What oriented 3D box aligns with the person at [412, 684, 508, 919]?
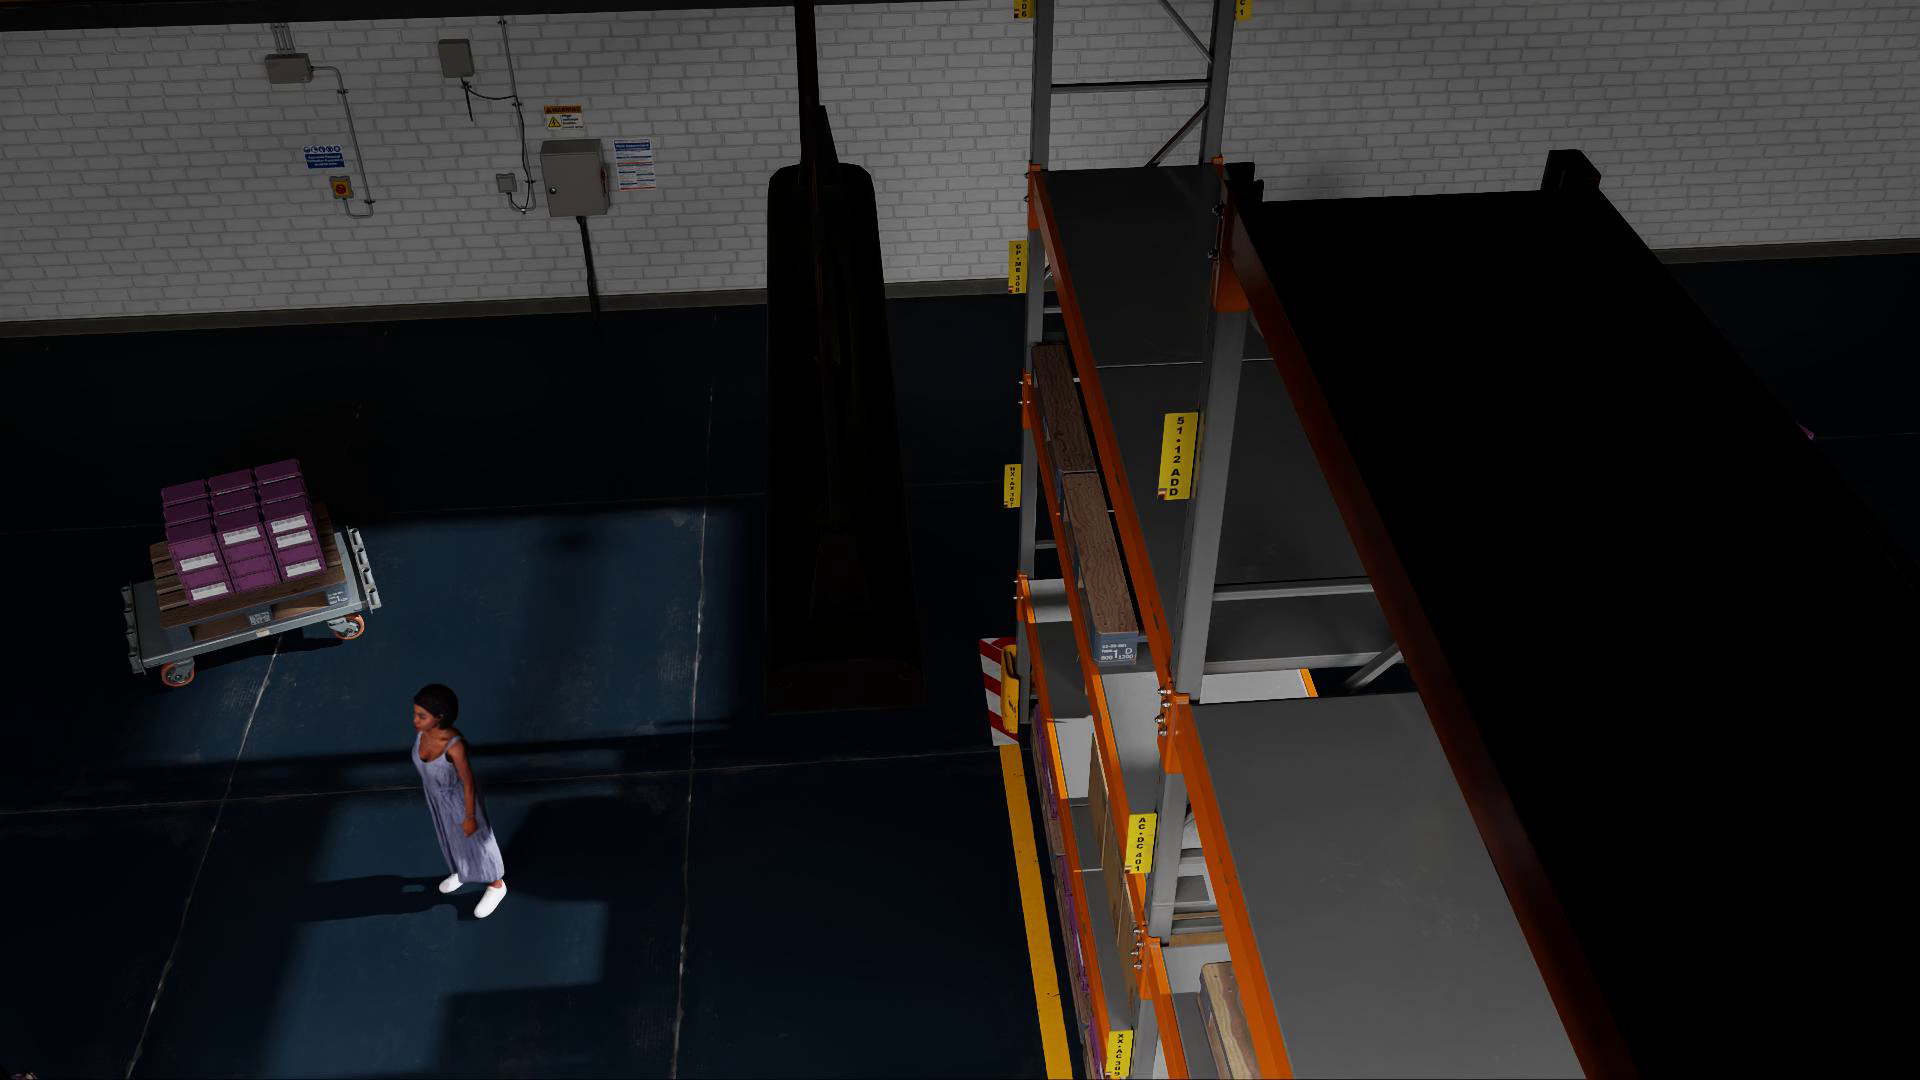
[{"bbox_3d":[-2.926,1.486,9.631,0.663,1.696,0.719,26,46,29],"label":"person"}]
